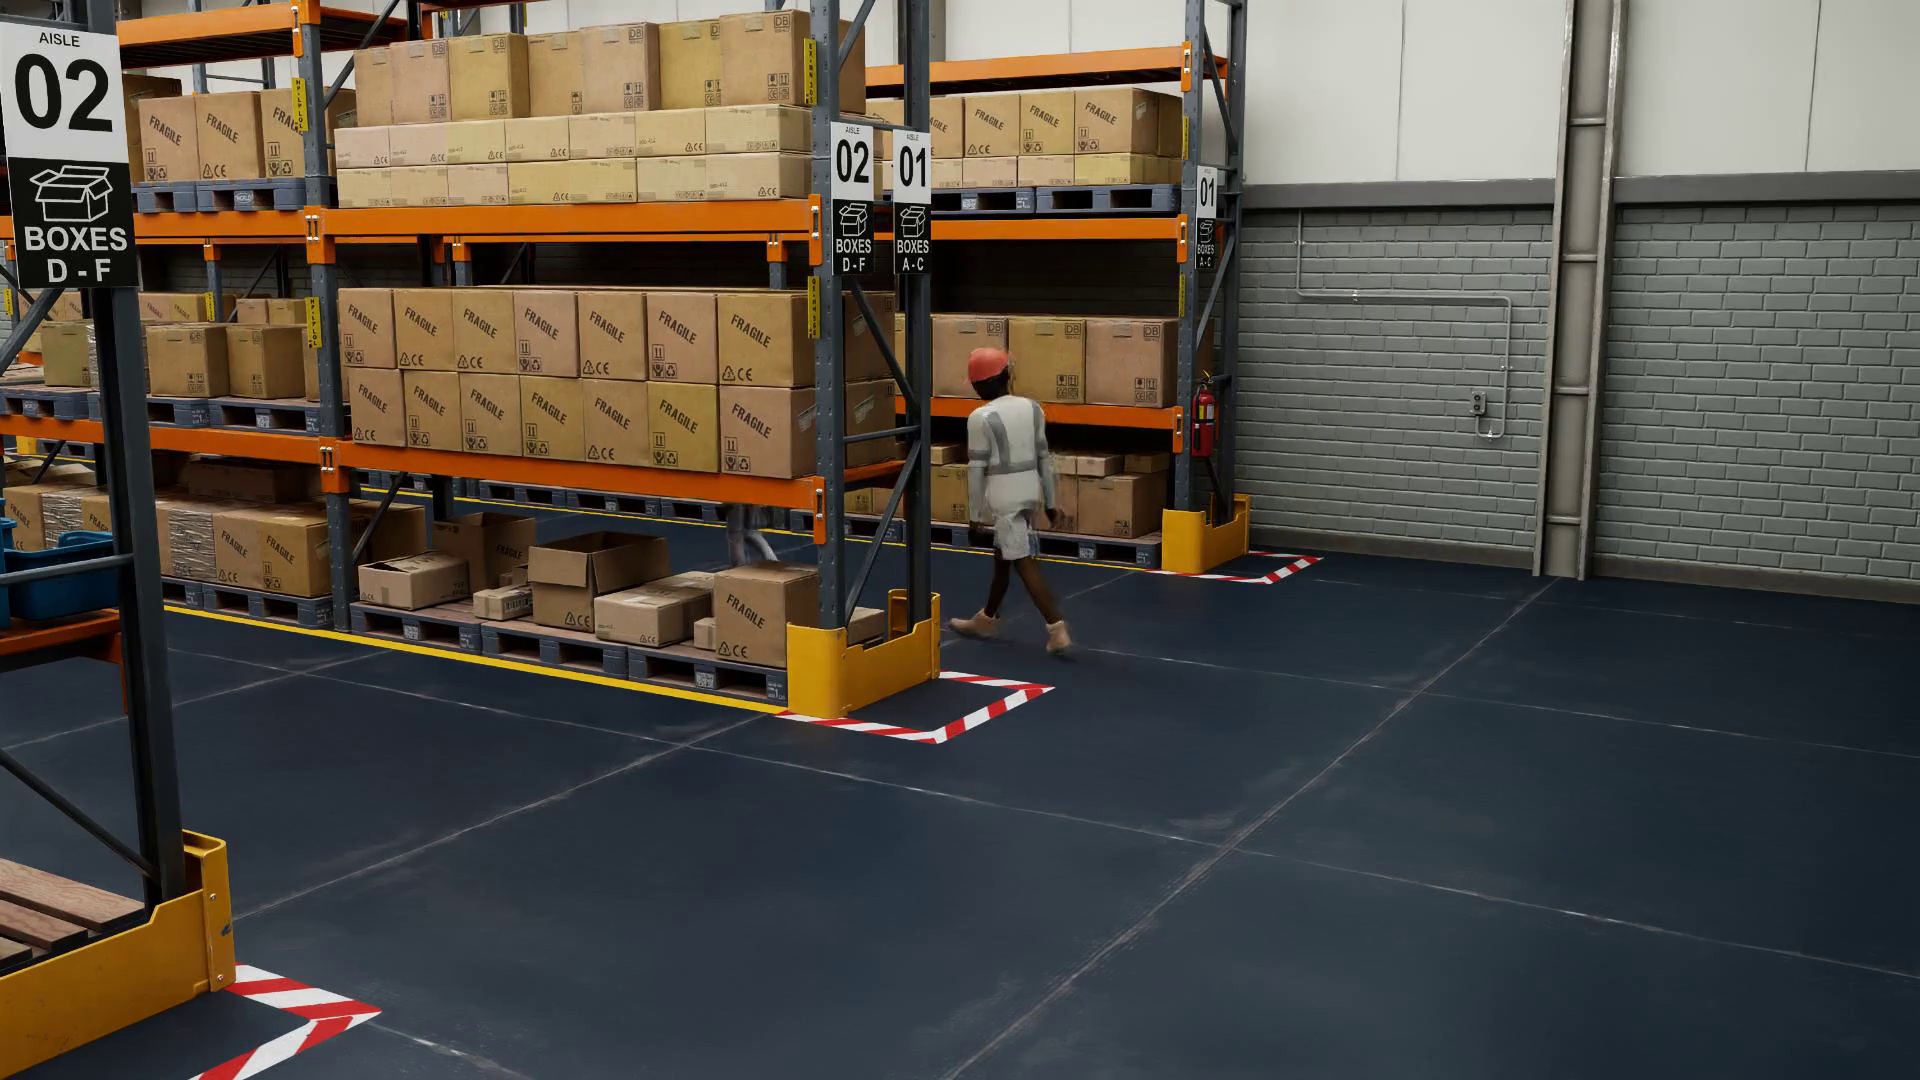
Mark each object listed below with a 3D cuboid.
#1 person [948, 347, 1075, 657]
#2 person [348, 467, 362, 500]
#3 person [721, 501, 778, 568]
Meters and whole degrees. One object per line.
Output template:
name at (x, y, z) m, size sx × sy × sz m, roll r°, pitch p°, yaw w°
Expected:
person at (0.348, -0.241, 10.609) m, size 1.069 × 1.967 × 0.676 m, roll 9°, pitch 13°, yaw 43°
person at (-5.686, -0.986, 15.077) m, size 0.370 × 1.915 × 0.597 m, roll 7°, pitch 12°, yaw 34°
person at (-1.495, -0.396, 11.811) m, size 0.489 × 1.853 × 0.540 m, roll 6°, pitch 12°, yaw 34°
